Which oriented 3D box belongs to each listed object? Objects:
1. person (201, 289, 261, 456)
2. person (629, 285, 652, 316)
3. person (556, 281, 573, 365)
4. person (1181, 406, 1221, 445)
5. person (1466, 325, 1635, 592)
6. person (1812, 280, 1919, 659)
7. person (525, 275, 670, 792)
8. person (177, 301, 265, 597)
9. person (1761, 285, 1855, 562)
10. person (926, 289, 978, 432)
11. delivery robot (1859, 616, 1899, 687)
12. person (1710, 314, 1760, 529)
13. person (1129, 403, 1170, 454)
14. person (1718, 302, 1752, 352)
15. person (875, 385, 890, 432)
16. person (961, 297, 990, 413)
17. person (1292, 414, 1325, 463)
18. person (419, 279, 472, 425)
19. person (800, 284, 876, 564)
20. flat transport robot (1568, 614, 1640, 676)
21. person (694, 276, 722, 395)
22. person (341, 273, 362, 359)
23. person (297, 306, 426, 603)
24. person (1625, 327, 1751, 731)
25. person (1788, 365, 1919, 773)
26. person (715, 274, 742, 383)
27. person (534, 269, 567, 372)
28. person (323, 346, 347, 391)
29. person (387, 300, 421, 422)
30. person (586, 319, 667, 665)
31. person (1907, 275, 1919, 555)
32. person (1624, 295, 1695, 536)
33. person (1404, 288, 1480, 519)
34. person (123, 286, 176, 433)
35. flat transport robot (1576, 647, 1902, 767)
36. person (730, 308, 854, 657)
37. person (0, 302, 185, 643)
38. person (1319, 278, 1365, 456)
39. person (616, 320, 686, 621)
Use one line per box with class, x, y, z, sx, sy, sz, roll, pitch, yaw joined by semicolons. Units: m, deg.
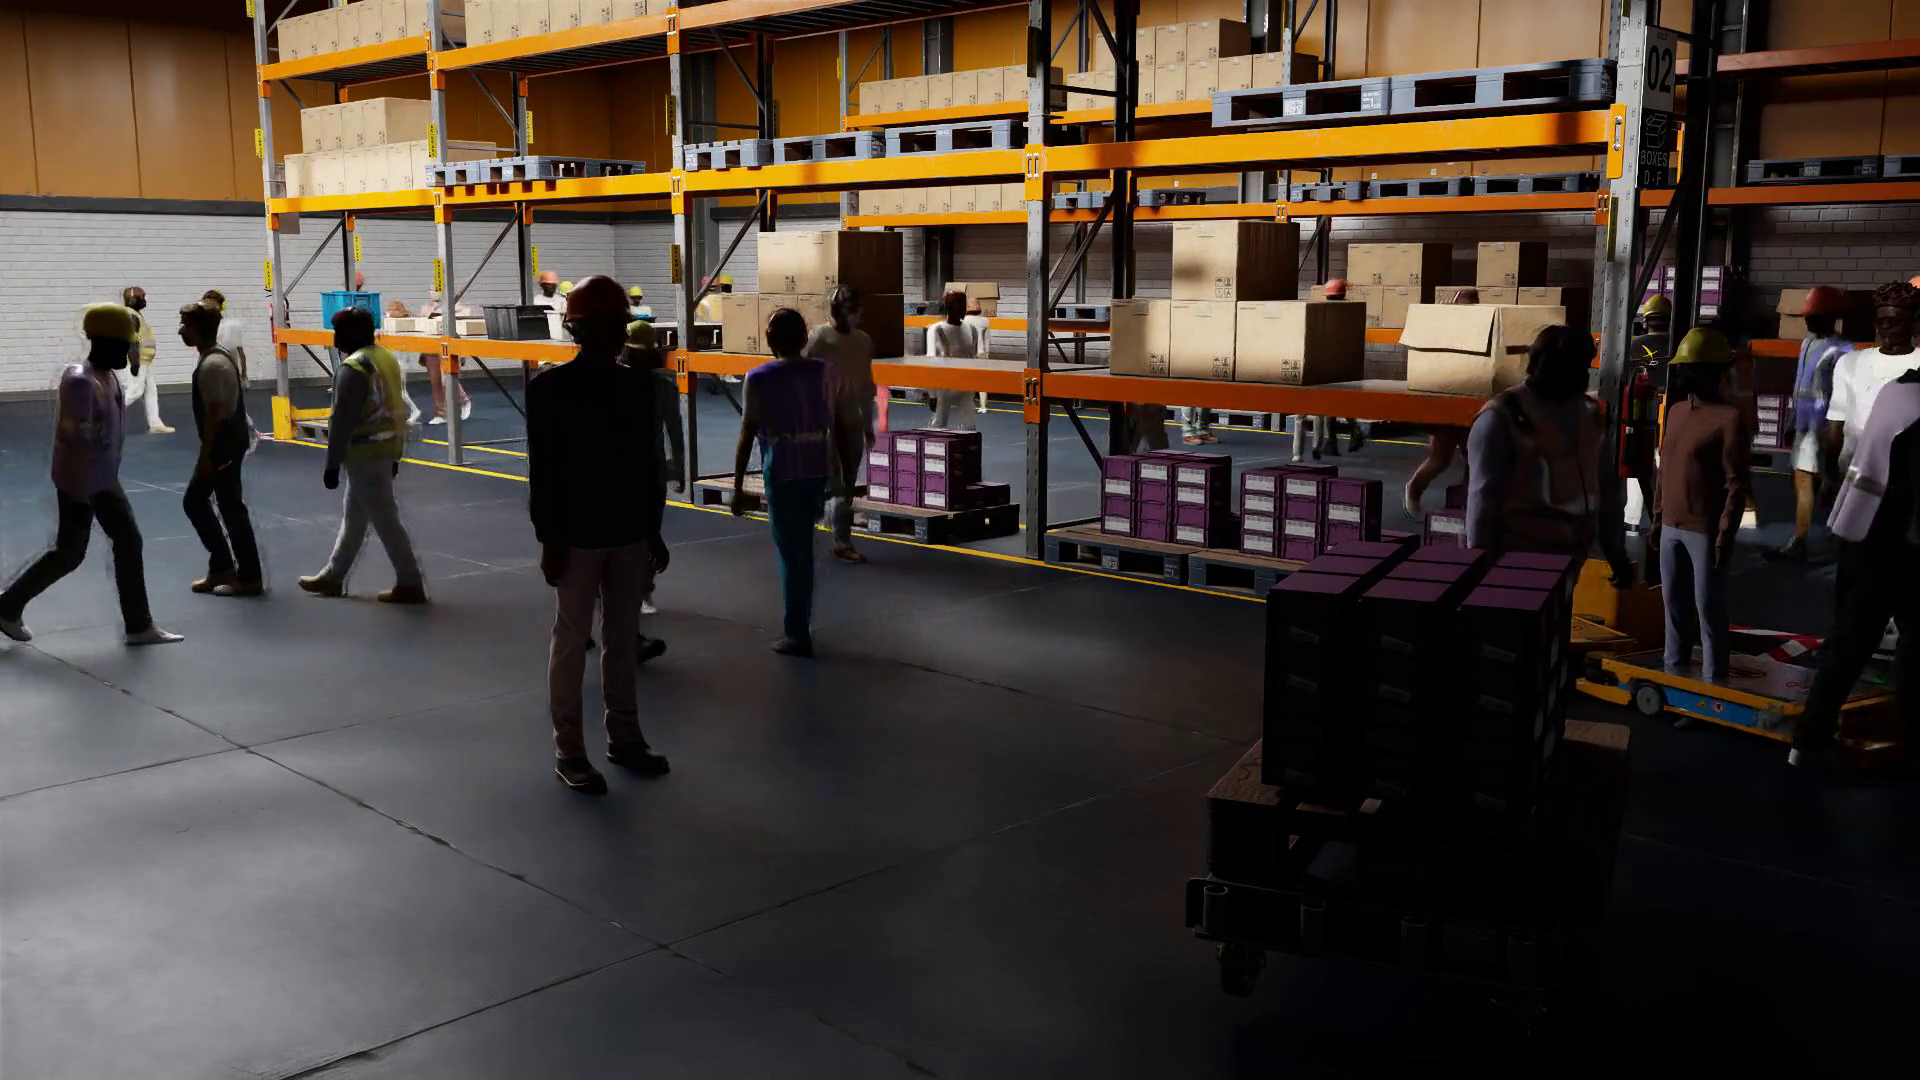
person;-7.761;-1.748;17.638;0.537;1.826;0.882;0;9;2
person;-5.310;-3.308;27.367;0.533;1.753;0.409;-3;10;-20
person;-6.020;-3.047;25.529;0.404;1.830;0.603;-2;9;-12
person;2.787;-2.048;19.152;0.389;1.927;0.656;8;12;39
person;2.344;0.082;6.449;0.617;1.805;0.811;-6;11;-31
person;4.701;-0.330;8.463;0.610;1.965;0.364;9;13;44
person;-1.410;-0.034;6.553;0.372;1.997;0.611;8;12;39
person;-4.601;-0.544;10.210;0.581;1.821;0.559;-4;10;-22
person;5.963;-0.793;11.440;0.734;1.917;0.564;0;9;2
person;-0.086;-1.393;15.364;0.582;1.842;0.976;-6;11;-33
delivery robot;4.268;0.476;7.554;0.477;0.478;0.707;9;13;43
person;5.968;-0.938;13.088;0.548;1.656;0.837;-6;11;-32
person;1.449;-0.932;13.341;0.731;1.585;0.533;9;13;44
person;7.472;-1.457;16.188;0.536;1.699;0.322;-6;11;-34
person;-0.995;-1.817;18.272;0.523;1.743;0.718;-6;11;-32
person;0.197;-2.574;23.271;0.493;1.626;0.286;-5;10;-26
person;3.645;-1.617;17.376;0.574;1.622;0.404;1;9;7
person;-6.724;-2.444;21.639;0.658;1.891;0.504;4;10;21
person;-0.880;-0.782;11.383;0.547;1.919;0.648;7;12;36
flat transport robot;2.681;0.543;8.295;1.431;0.197;0.652;-2;9;-11
person;-4.023;-3.290;26.807;0.572;1.900;0.790;-7;12;-36
person;-9.346;-3.154;25.733;0.743;1.977;0.699;-6;11;-34
person;-3.663;-0.506;10.065;0.868;1.794;0.636;0;9;1
person;3.236;-0.048;7.345;0.314;1.769;0.524;-2;10;-14
person;3.729;0.035;6.517;0.851;1.873;0.620;3;10;20
person;-4.165;-3.757;29.595;0.368;1.928;0.585;-8;12;-41
person;-6.015;-2.908;24.131;0.619;2.025;0.736;-8;12;-42
person;-10.330;-3.276;27.543;0.269;1.632;0.509;4;10;24
person;-7.213;-2.259;21.338;0.340;1.618;0.528;-5;11;-30
person;-1.844;-0.303;8.606;1.005;1.874;0.564;8;12;41
person;4.986;-0.378;8.671;0.396;1.992;0.622;8;12;41
person;5.244;-0.936;12.598;0.600;1.826;0.404;0;9;2
person;3.826;-1.013;12.901;0.651;1.885;0.791;-3;10;-20
person;-10.100;-2.174;20.248;0.797;1.820;0.633;-4;10;-23
flat transport robot;3.534;0.694;7.368;0.652;0.197;1.431;-5;11;-29
person;-0.907;-0.313;8.816;0.657;1.813;0.653;-7;11;-35
person;-4.727;-0.330;8.829;0.928;1.867;0.600;-1;9;-5
person;4.080;-1.848;17.898;0.580;1.924;0.487;-6;11;-34
person;-1.813;-0.392;9.565;0.500;1.722;0.602;-5;10;-27
